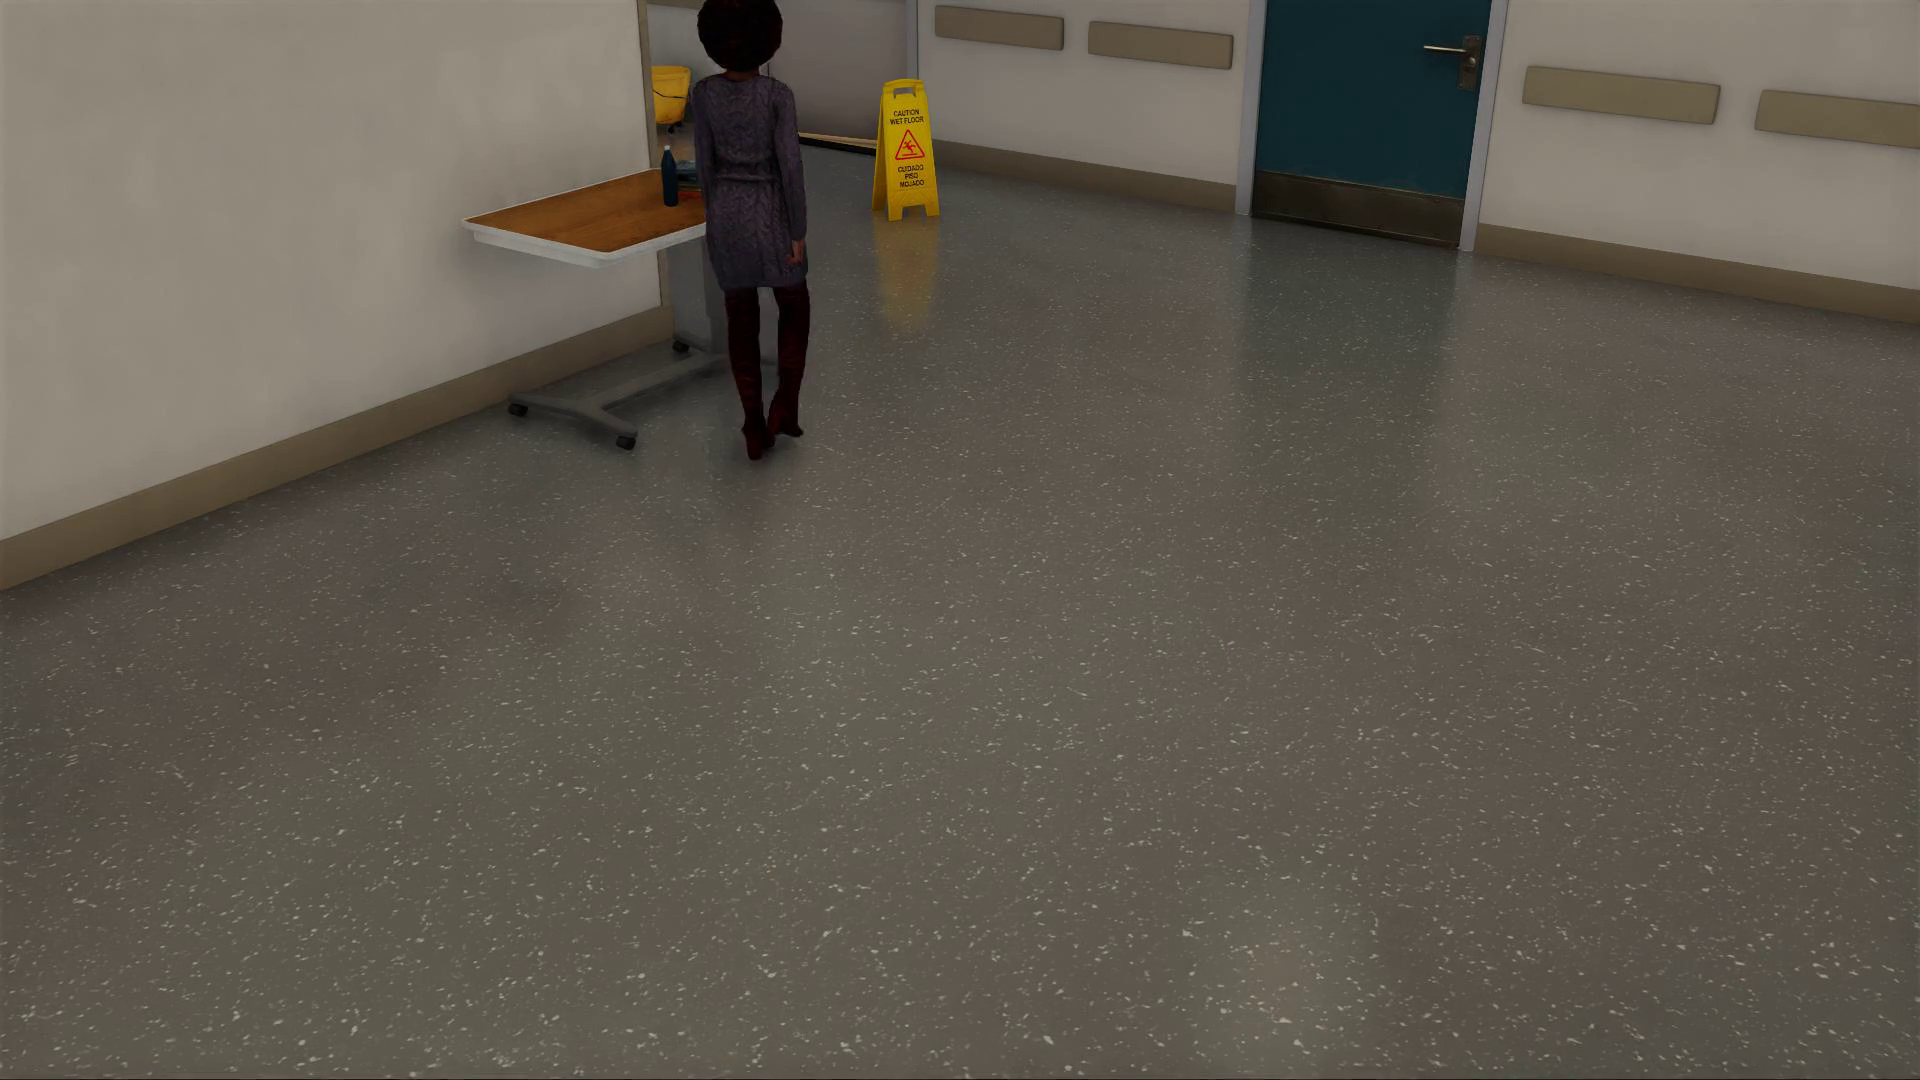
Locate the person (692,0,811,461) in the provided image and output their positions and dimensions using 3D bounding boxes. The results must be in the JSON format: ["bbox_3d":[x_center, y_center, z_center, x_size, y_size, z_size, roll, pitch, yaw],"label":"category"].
[{"bbox_3d":[-0.783,-1.088,6.023,0.652,1.697,0.742,5,26,10],"label":"person"}]
